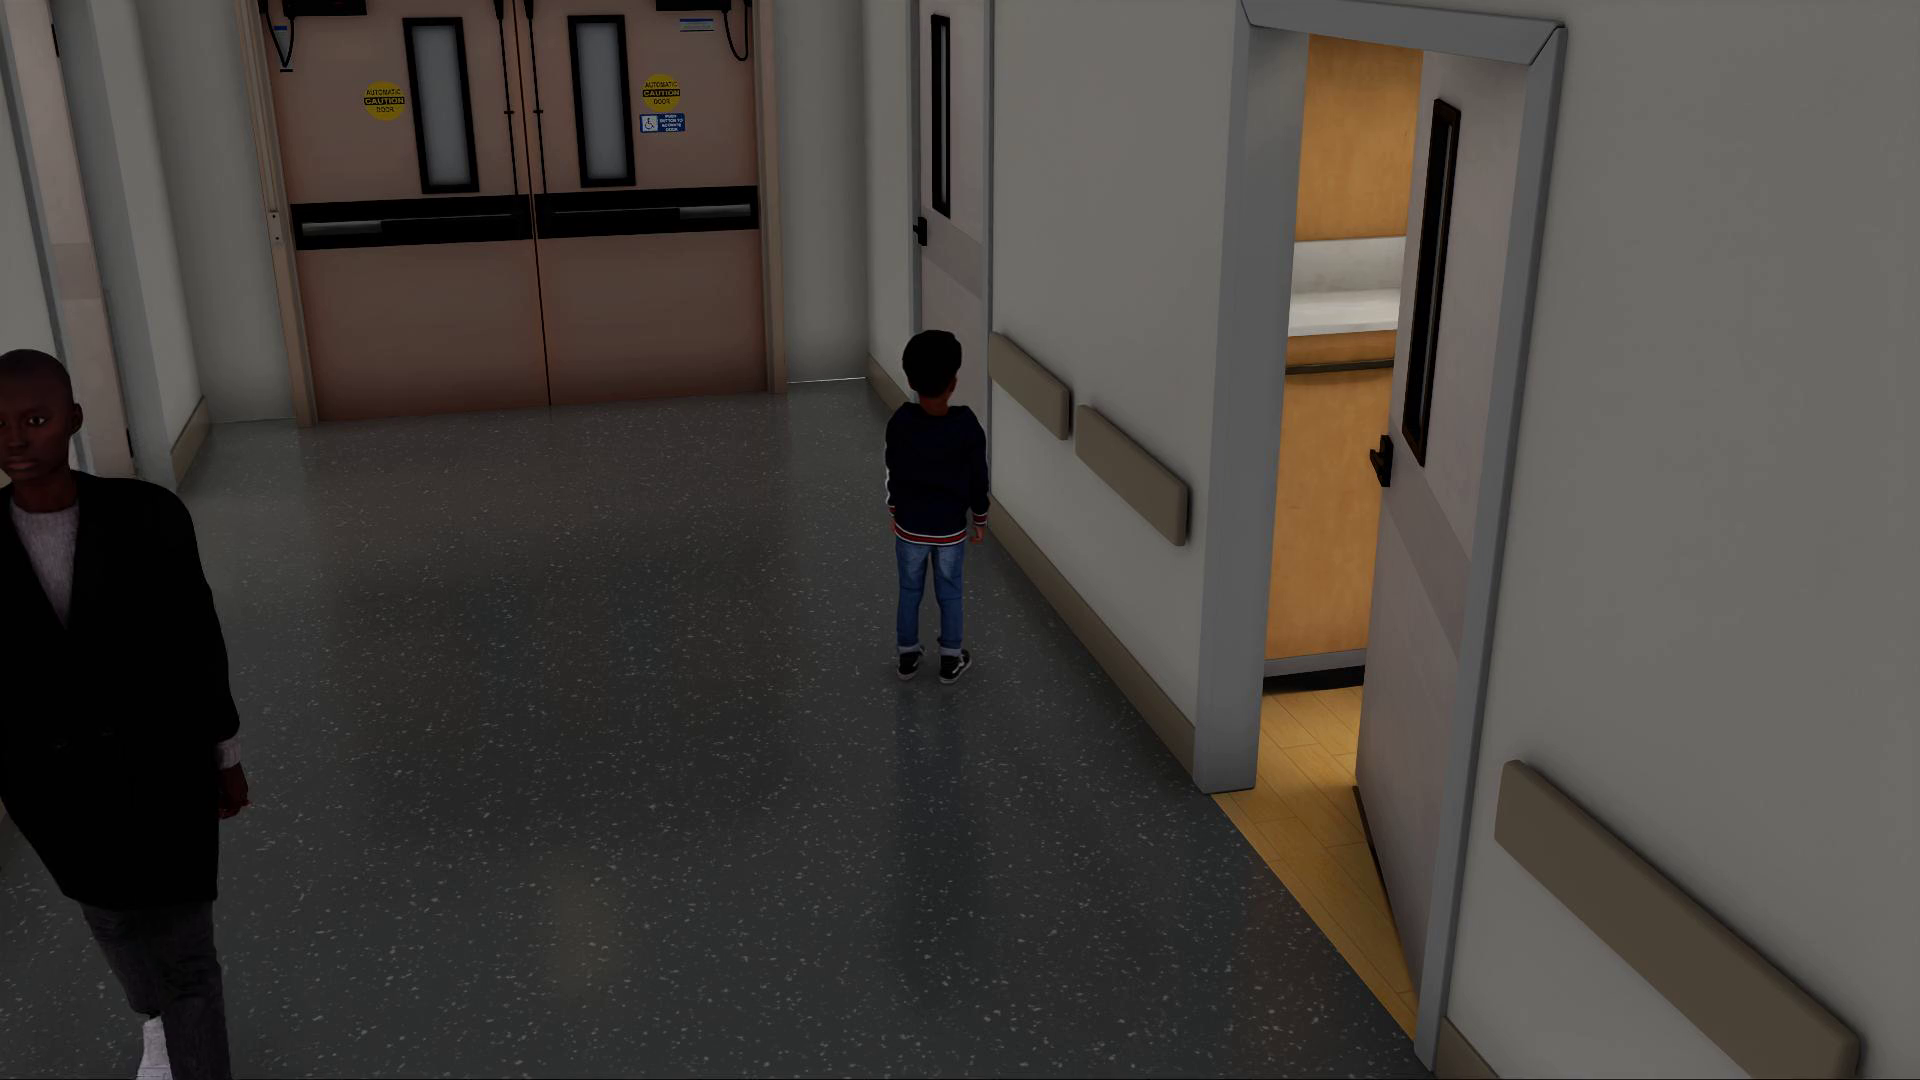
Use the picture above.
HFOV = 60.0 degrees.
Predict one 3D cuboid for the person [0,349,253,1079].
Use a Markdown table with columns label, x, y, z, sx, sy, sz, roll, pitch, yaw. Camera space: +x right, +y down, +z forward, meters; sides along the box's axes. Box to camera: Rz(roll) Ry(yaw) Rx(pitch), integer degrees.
| label | x | y | z | sx | sy | sz | roll | pitch | yaw |
| --- | --- | --- | --- | --- | --- | --- | --- | --- | --- |
| person | -1.722 | 0.455 | 3.403 | 0.692 | 1.721 | 1.092 | -7 | 22 | -17 |

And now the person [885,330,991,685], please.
| label | x | y | z | sx | sy | sz | roll | pitch | yaw |
| --- | --- | --- | --- | --- | --- | --- | --- | --- | --- |
| person | -0.099 | -0.105 | 5.587 | 0.571 | 1.222 | 0.577 | 3 | 21 | 8 |
